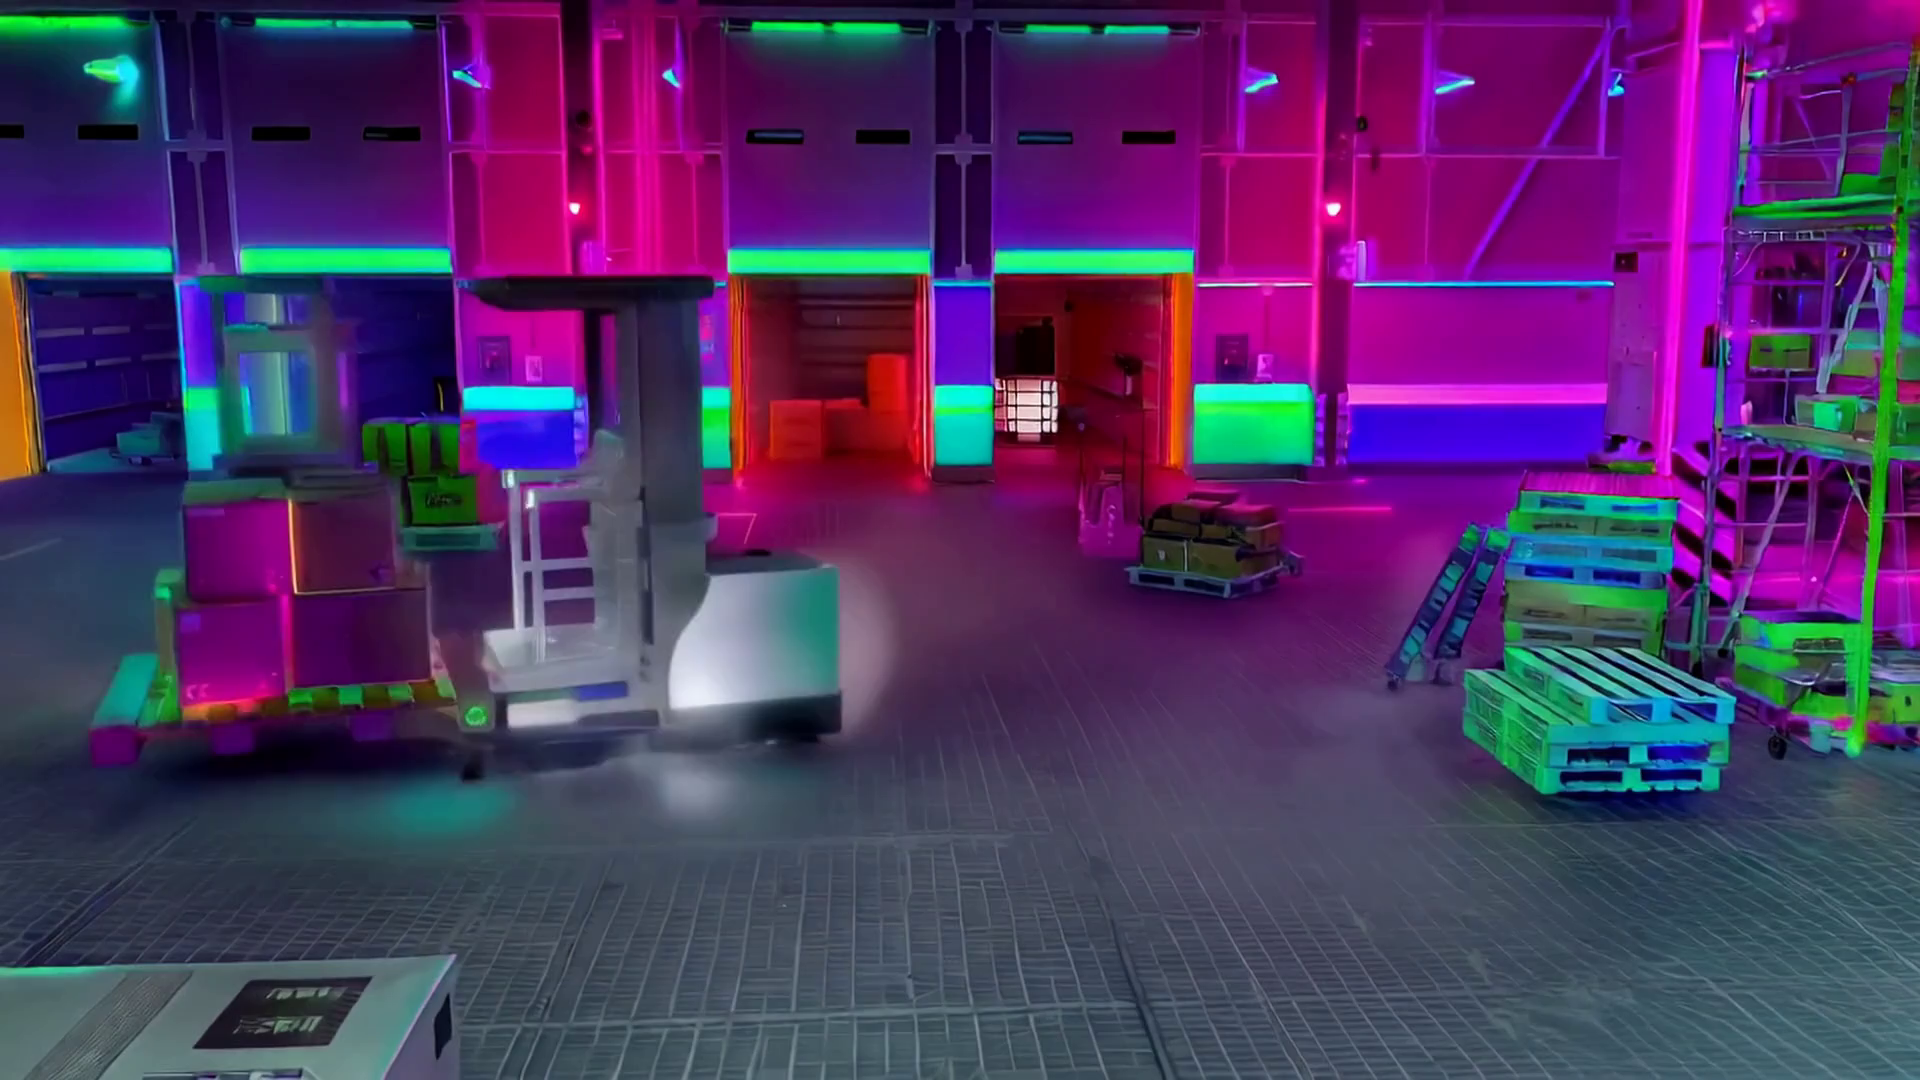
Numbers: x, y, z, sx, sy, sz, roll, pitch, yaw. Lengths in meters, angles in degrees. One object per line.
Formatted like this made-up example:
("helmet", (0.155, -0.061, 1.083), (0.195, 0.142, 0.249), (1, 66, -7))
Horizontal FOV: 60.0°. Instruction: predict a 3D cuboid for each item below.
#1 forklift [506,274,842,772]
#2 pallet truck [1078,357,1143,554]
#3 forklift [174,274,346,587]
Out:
("forklift", (-1.742, -0.191, 9.944), (1.873, 2.768, 1.129), (-3, 10, -21))
("pallet truck", (2.088, -0.836, 16.757), (1.885, 1.965, 0.823), (2, 9, 13))
("forklift", (-5.380, -0.700, 13.143), (1.129, 2.768, 1.873), (-1, 9, -4))
